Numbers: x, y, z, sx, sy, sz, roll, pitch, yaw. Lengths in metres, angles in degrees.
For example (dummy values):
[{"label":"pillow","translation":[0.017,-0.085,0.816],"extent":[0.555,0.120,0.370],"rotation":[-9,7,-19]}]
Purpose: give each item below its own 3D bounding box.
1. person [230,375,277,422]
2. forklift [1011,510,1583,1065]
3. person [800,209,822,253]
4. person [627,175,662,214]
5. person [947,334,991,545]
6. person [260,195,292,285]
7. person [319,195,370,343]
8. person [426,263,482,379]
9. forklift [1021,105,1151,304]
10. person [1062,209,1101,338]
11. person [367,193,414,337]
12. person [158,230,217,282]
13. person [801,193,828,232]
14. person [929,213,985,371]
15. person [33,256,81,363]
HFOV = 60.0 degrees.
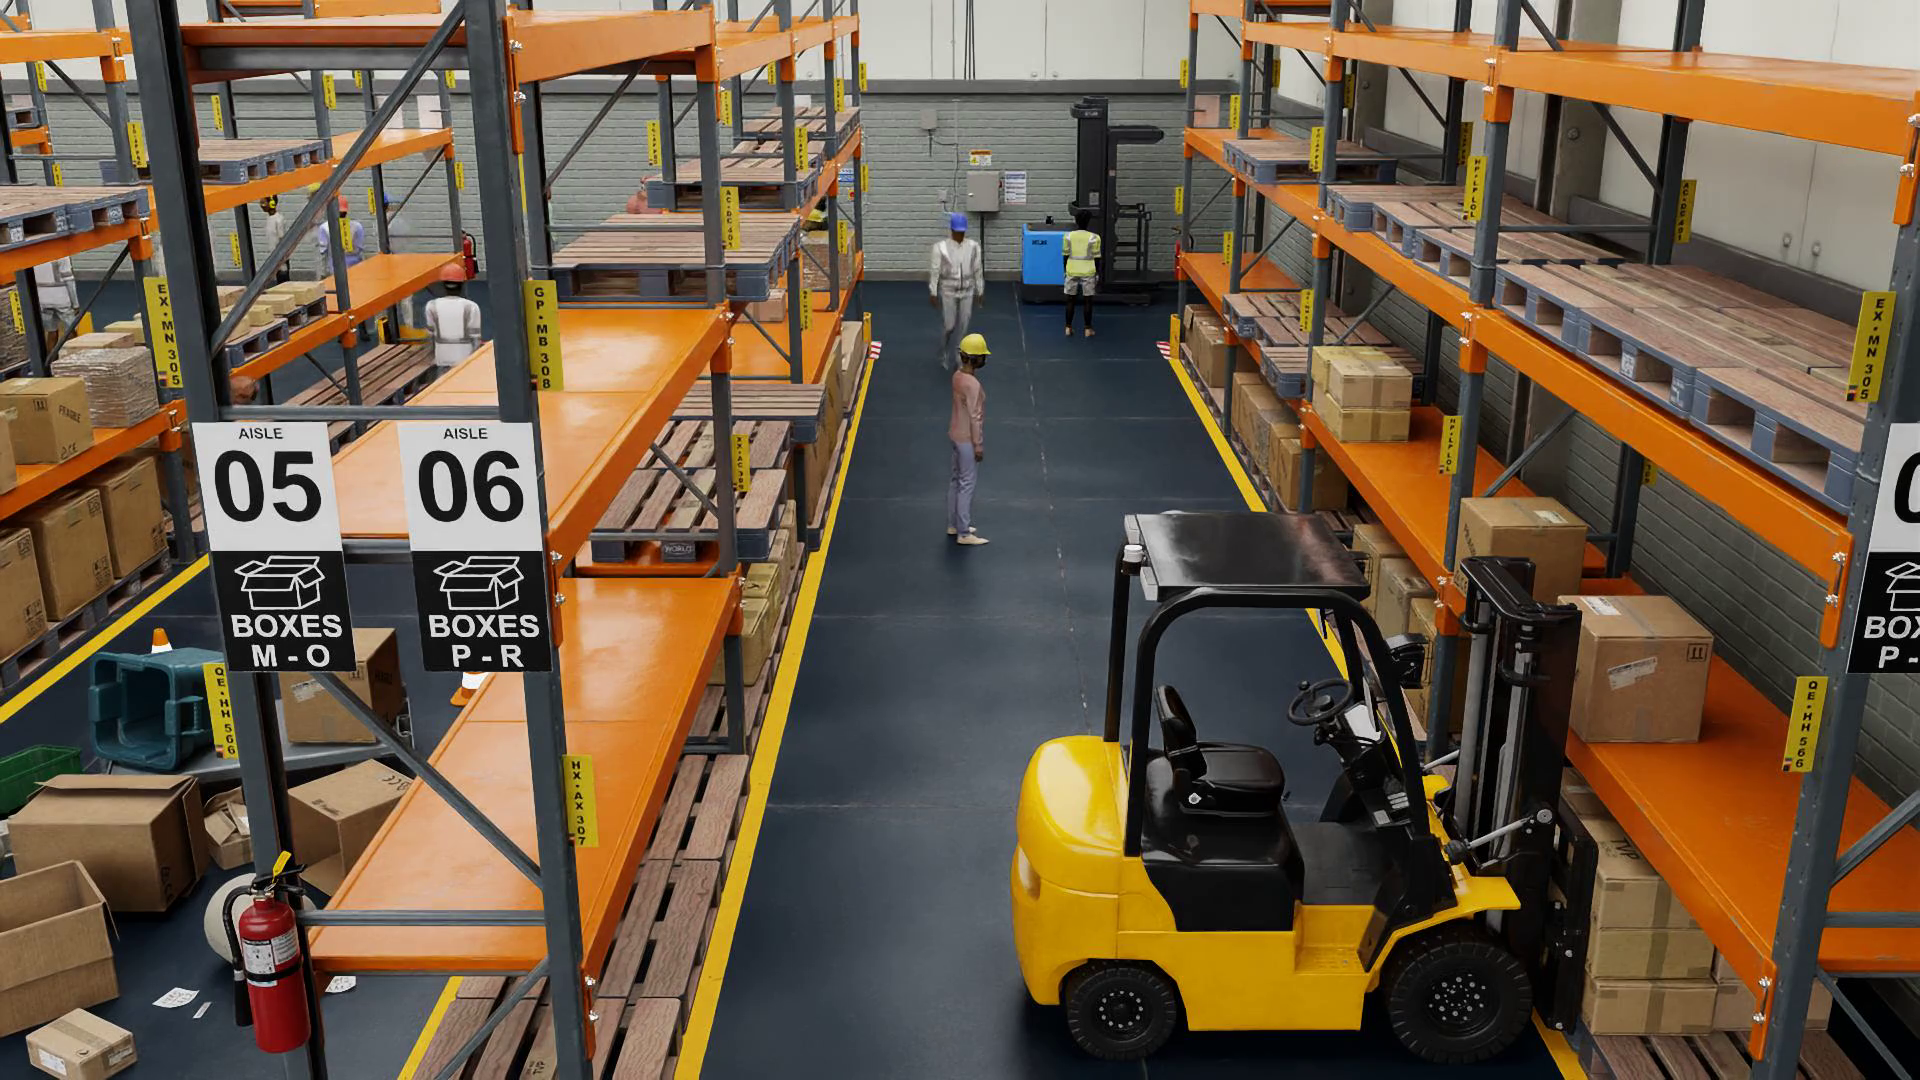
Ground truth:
[{"label":"person","translation":[-5.495,-0.464,12.879],"extent":[0.543,1.603,0.465],"rotation":[-12,22,-33]},{"label":"forklift","translation":[1.387,1.055,7.378],"extent":[2.313,2.155,1.214],"rotation":[0,18,0]},{"label":"person","translation":[-1.944,-3.473,21.794],"extent":[0.317,1.733,0.490],"rotation":[0,18,0]},{"label":"person","translation":[-4.498,-4.335,24.156],"extent":[0.636,1.900,0.397],"rotation":[-17,25,-41]},{"label":"person","translation":[0.086,-0.836,13.783],"extent":[0.348,1.760,0.528],"rotation":[-6,19,-17]},{"label":"person","translation":[-9.243,-3.802,22.594],"extent":[0.324,1.862,0.511],"rotation":[-14,23,-36]},{"label":"person","translation":[-7.998,-3.515,21.618],"extent":[0.569,1.926,0.405],"rotation":[-7,19,-19]},{"label":"person","translation":[-4.985,-1.785,16.464],"extent":[0.538,1.885,1.016],"rotation":[-2,18,-7]},{"label":"forklift","translation":[1.857,-4.944,24.441],"extent":[1.873,2.768,1.129],"rotation":[0,18,0]},{"label":"person","translation":[1.604,-3.525,22.021],"extent":[0.535,1.691,0.319],"rotation":[6,19,18]},{"label":"person","translation":[-7.604,-3.648,22.037],"extent":[0.767,1.908,0.617],"rotation":[6,19,19]},{"label":"person","translation":[-9.953,-3.418,21.396],"extent":[0.702,1.884,0.464],"rotation":[2,18,6]},{"label":"person","translation":[-1.990,-3.872,22.858],"extent":[0.623,1.823,0.630],"rotation":[-11,21,-30]},{"label":"person","translation":[-0.029,-2.955,19.921],"extent":[0.640,1.925,0.442],"rotation":[-6,19,-19]},{"label":"person","translation":[-10.536,-2.773,19.387],"extent":[0.554,1.922,0.391],"rotation":[1,18,3]}]
